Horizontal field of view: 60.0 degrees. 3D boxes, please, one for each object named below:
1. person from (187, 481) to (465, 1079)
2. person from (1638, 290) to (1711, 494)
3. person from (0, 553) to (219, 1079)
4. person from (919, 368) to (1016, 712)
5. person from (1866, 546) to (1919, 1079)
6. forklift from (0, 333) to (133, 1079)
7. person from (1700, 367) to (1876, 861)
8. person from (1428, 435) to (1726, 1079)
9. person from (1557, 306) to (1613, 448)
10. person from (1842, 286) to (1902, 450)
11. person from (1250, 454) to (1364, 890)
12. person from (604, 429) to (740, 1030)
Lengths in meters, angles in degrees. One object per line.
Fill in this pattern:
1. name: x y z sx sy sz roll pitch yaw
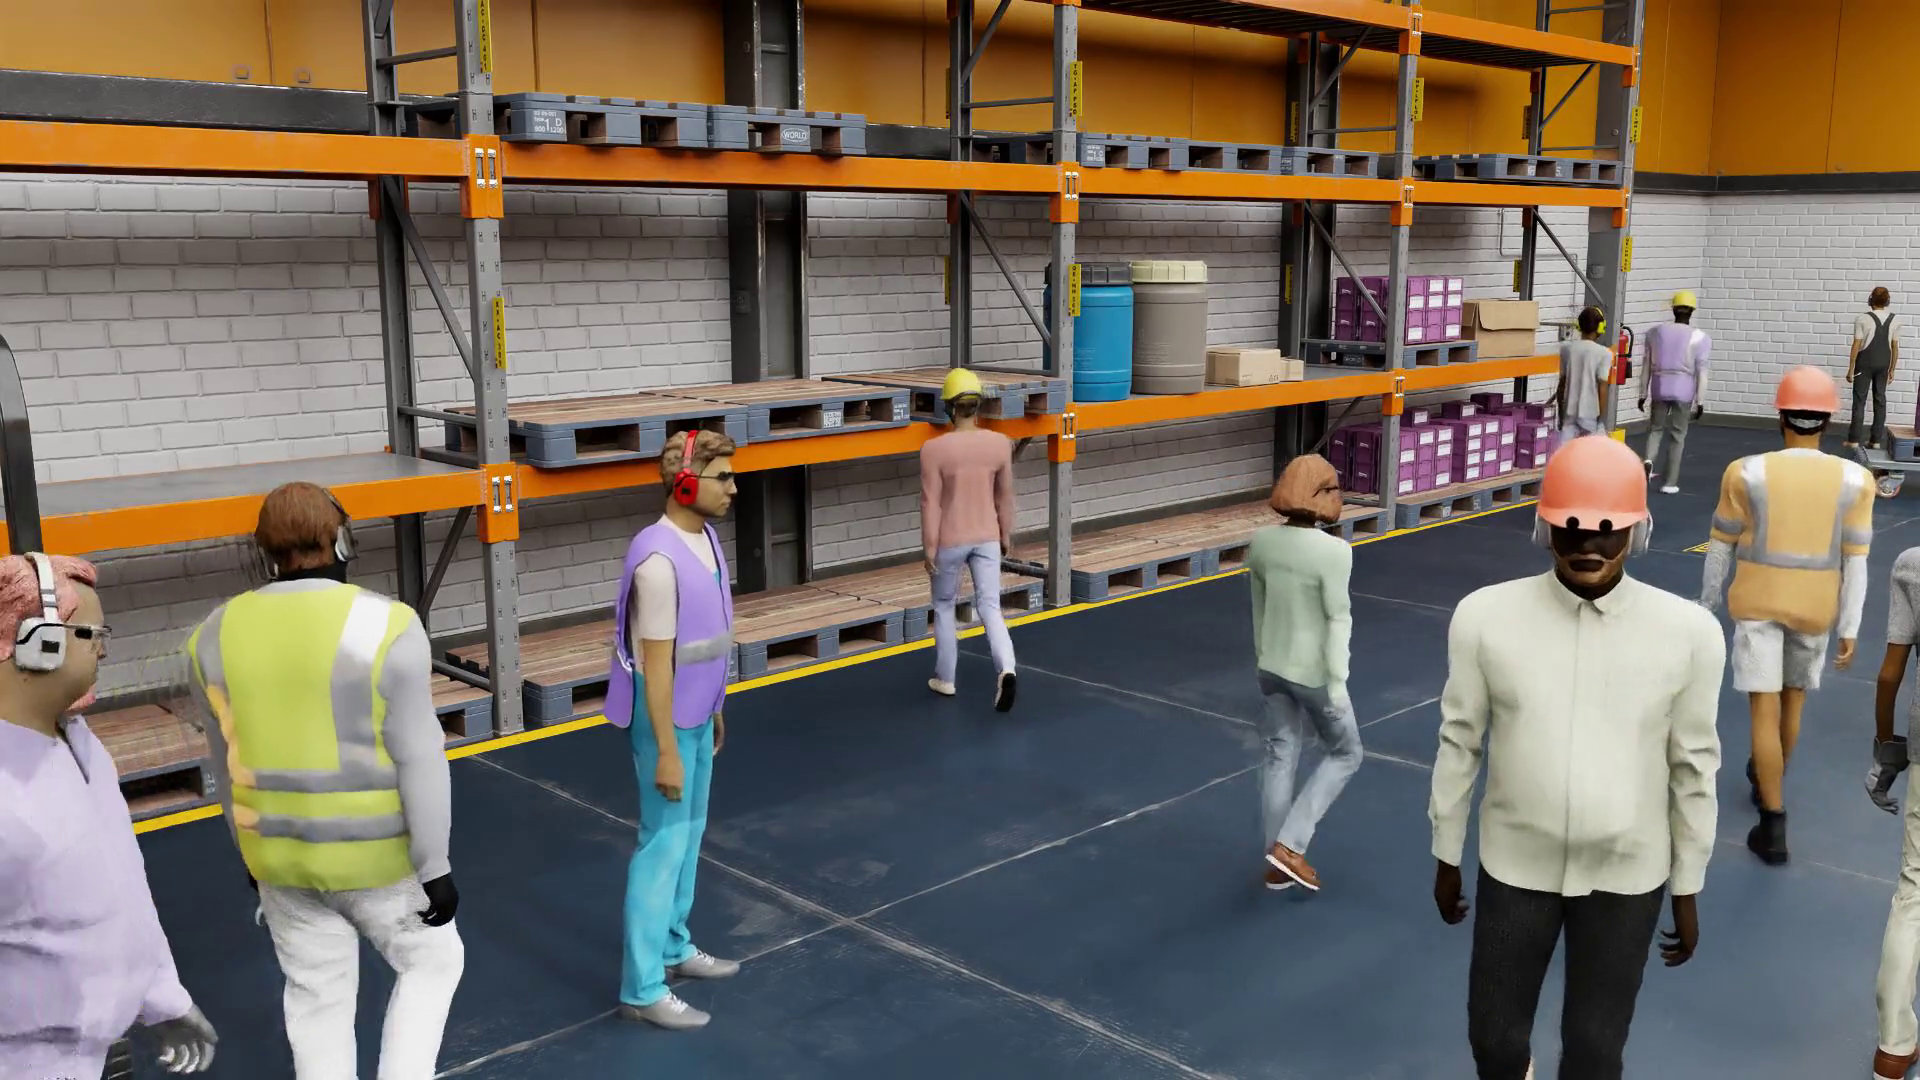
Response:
1. person: -1.513 0.767 4.064 0.654 1.820 0.444 2 11 11
2. person: 6.572 -1.352 15.383 0.621 1.901 0.596 8 13 38
3. person: -1.664 0.946 3.046 0.982 1.853 0.655 -2 11 -13
4. person: 0.056 0.000 8.436 0.530 1.737 0.769 -4 11 -22
5. person: 2.805 0.646 4.614 0.317 1.861 0.523 -9 14 -41
6. forklift: -3.289 0.485 4.582 1.214 2.155 2.313 -10 14 -44
7. person: 3.275 0.256 6.648 0.564 1.883 0.981 3 11 15
8. person: 1.412 0.726 3.870 0.619 1.976 0.604 4 11 19
9. person: 5.170 -1.025 13.838 0.985 1.828 0.536 -9 13 -39
10. person: 10.266 -1.925 18.712 0.510 1.842 0.348 1 10 4
11. person: 1.263 0.494 6.067 0.342 1.616 0.510 -7 12 -32
12. person: -0.874 0.568 5.138 0.409 1.831 0.574 1 10 7
